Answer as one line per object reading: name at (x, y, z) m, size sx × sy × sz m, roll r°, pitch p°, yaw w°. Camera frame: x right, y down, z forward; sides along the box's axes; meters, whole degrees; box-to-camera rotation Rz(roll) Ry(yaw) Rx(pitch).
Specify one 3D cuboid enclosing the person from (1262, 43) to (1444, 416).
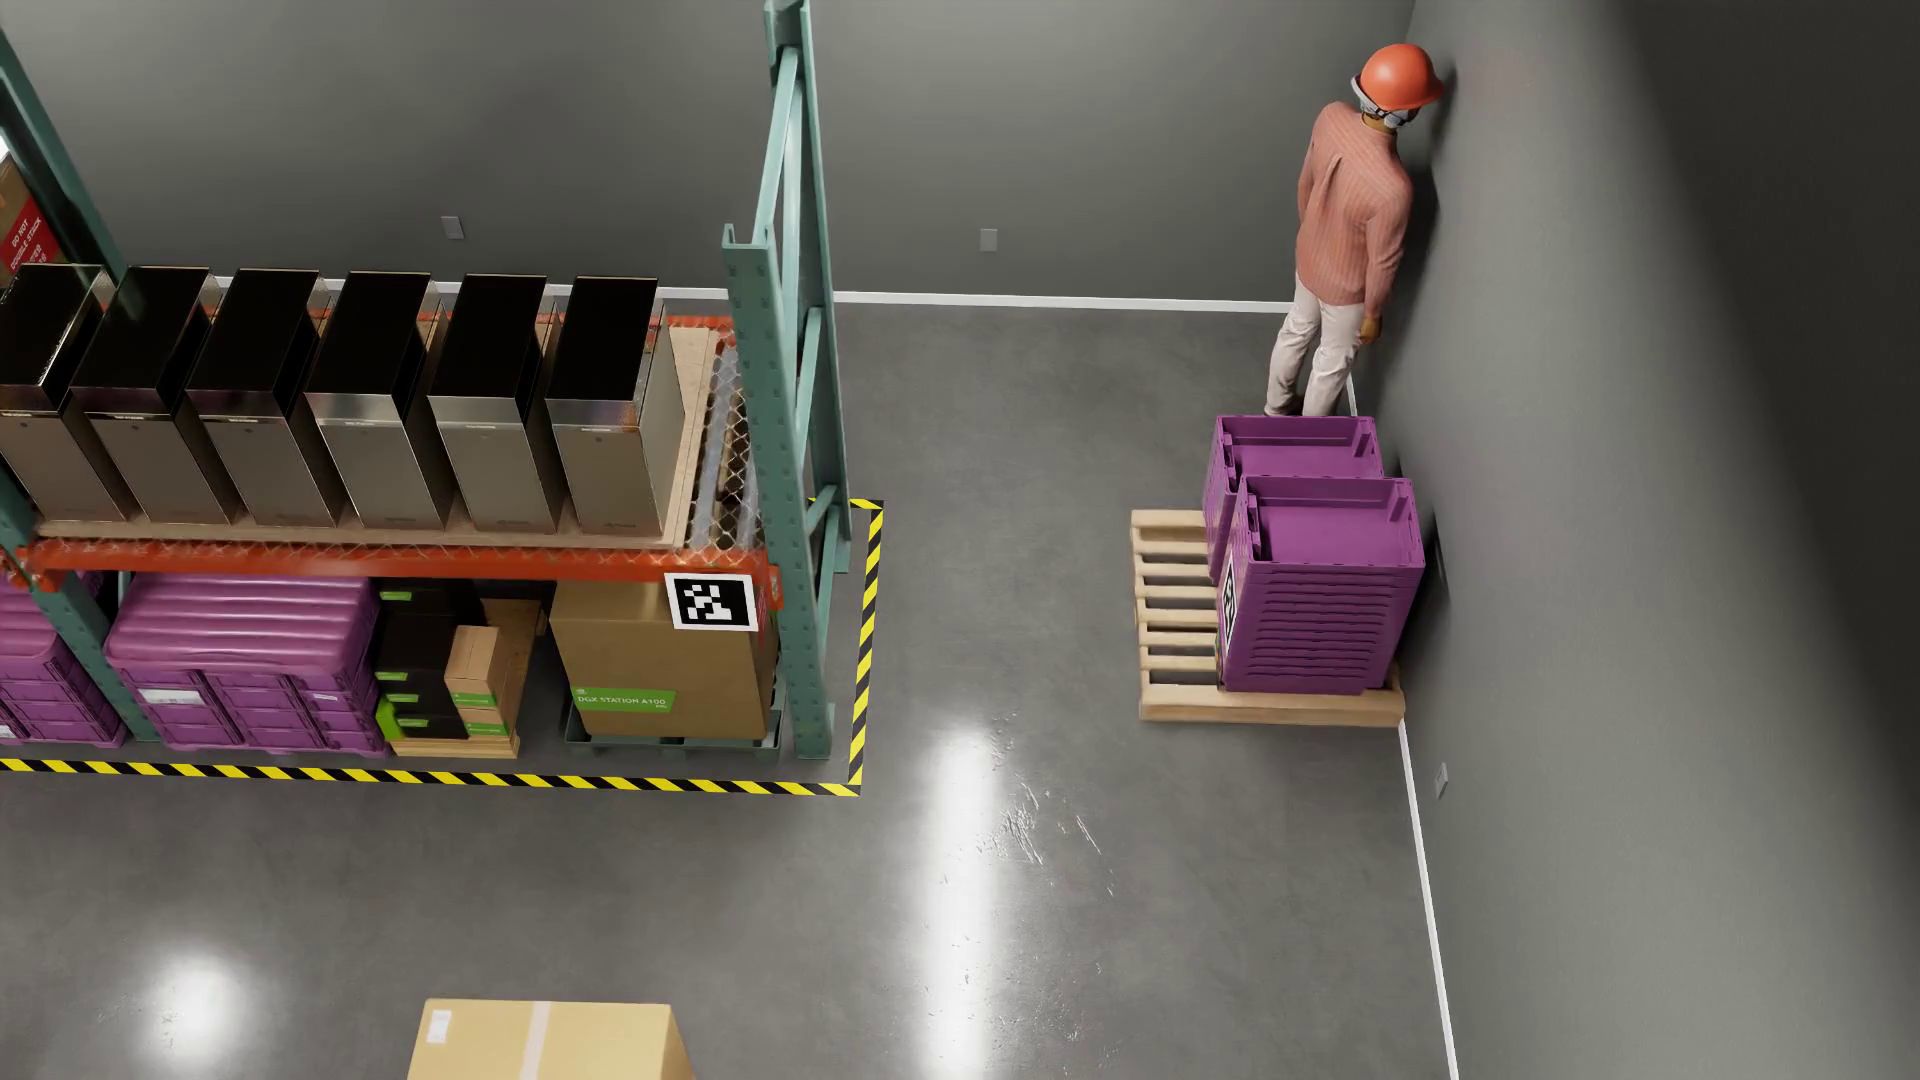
person at (1.509, -1.071, 6.500) m, size 0.394 × 1.994 × 0.612 m, roll -16°, pitch 54°, yaw -12°
